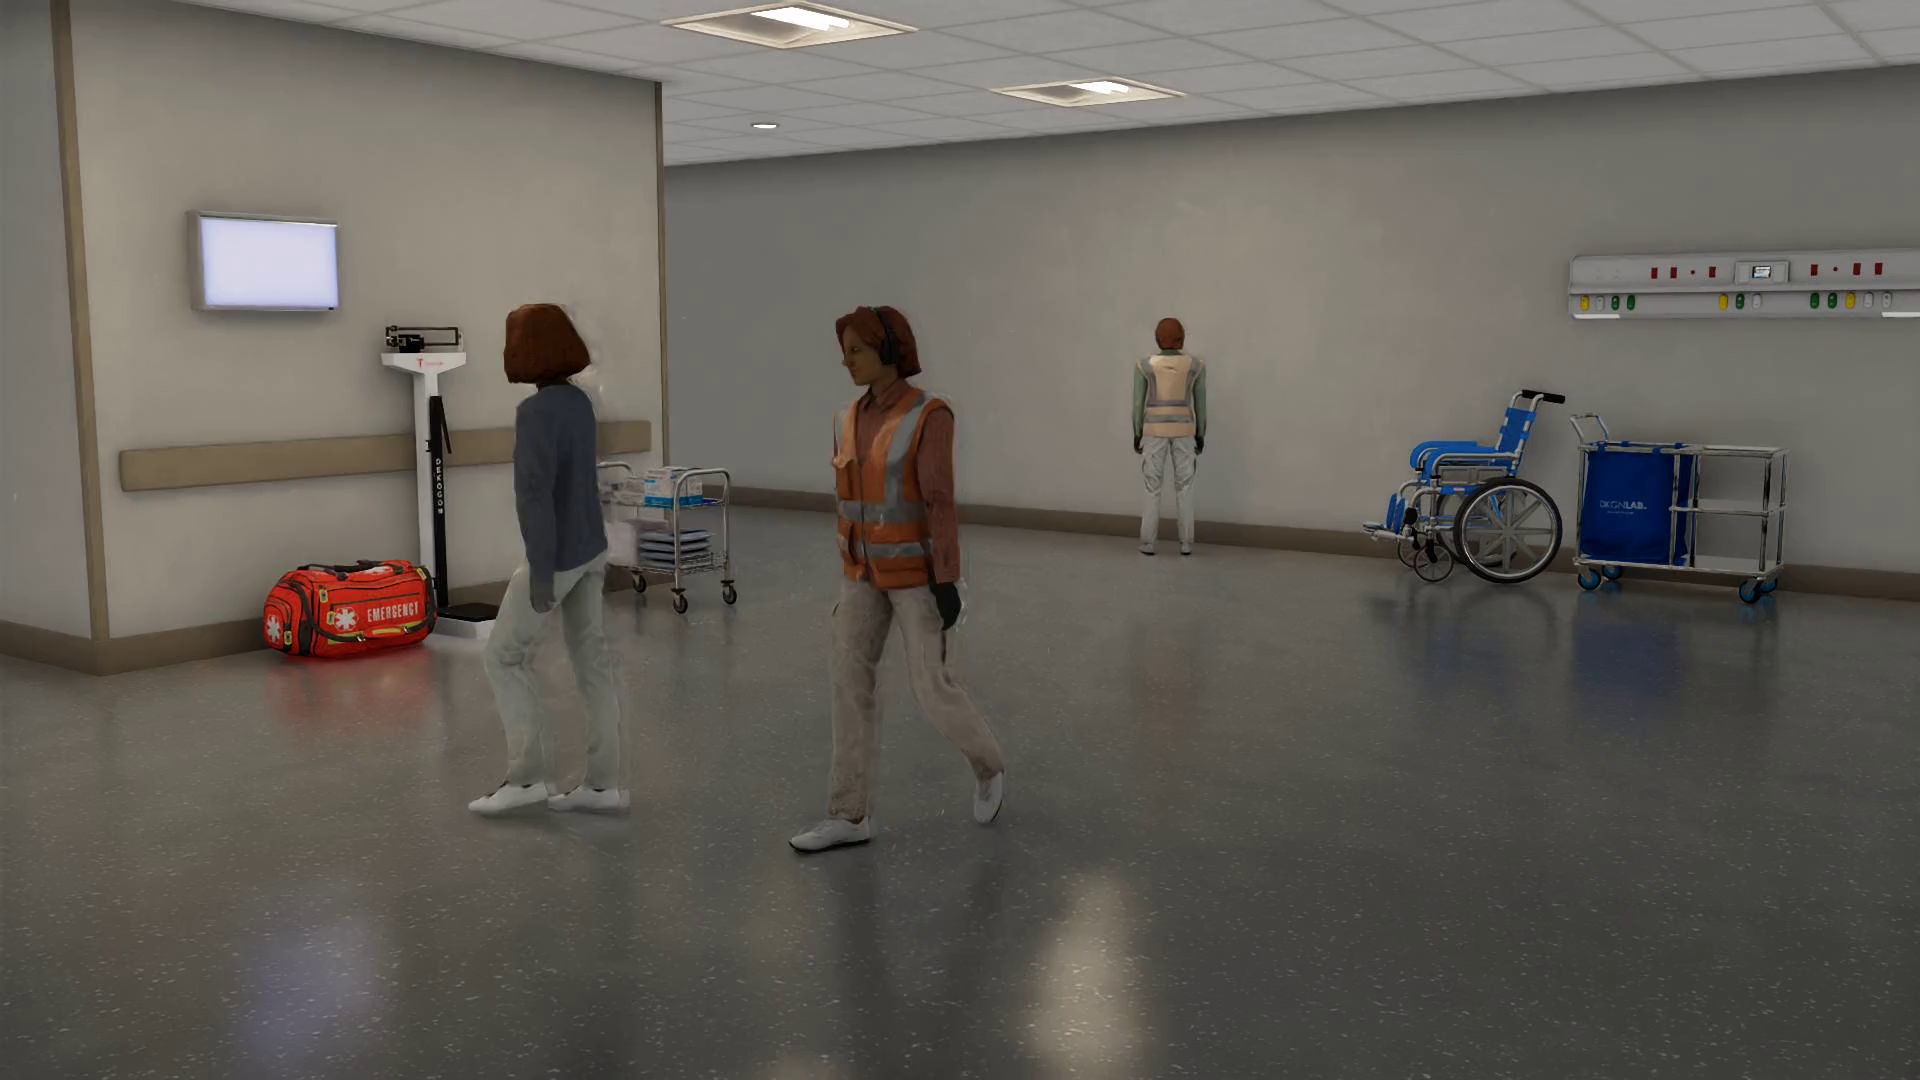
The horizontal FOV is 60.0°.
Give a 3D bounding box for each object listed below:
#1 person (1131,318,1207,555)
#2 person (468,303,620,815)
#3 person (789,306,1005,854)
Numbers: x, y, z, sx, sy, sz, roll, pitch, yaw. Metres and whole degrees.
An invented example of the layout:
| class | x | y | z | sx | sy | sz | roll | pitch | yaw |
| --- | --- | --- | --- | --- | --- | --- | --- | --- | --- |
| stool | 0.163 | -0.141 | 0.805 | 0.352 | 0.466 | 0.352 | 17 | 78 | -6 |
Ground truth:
| class | x | y | z | sx | sy | sz | roll | pitch | yaw |
| --- | --- | --- | --- | --- | --- | --- | --- | --- | --- |
| person | 1.438 | -0.703 | 11.438 | 0.521 | 1.635 | 0.312 | 0 | 7 | 1 |
| person | -1.345 | 0.073 | 5.228 | 0.584 | 1.612 | 0.533 | 1 | 7 | 9 |
| person | -0.163 | 0.109 | 4.967 | 0.545 | 1.608 | 0.691 | 7 | 10 | 44 |
